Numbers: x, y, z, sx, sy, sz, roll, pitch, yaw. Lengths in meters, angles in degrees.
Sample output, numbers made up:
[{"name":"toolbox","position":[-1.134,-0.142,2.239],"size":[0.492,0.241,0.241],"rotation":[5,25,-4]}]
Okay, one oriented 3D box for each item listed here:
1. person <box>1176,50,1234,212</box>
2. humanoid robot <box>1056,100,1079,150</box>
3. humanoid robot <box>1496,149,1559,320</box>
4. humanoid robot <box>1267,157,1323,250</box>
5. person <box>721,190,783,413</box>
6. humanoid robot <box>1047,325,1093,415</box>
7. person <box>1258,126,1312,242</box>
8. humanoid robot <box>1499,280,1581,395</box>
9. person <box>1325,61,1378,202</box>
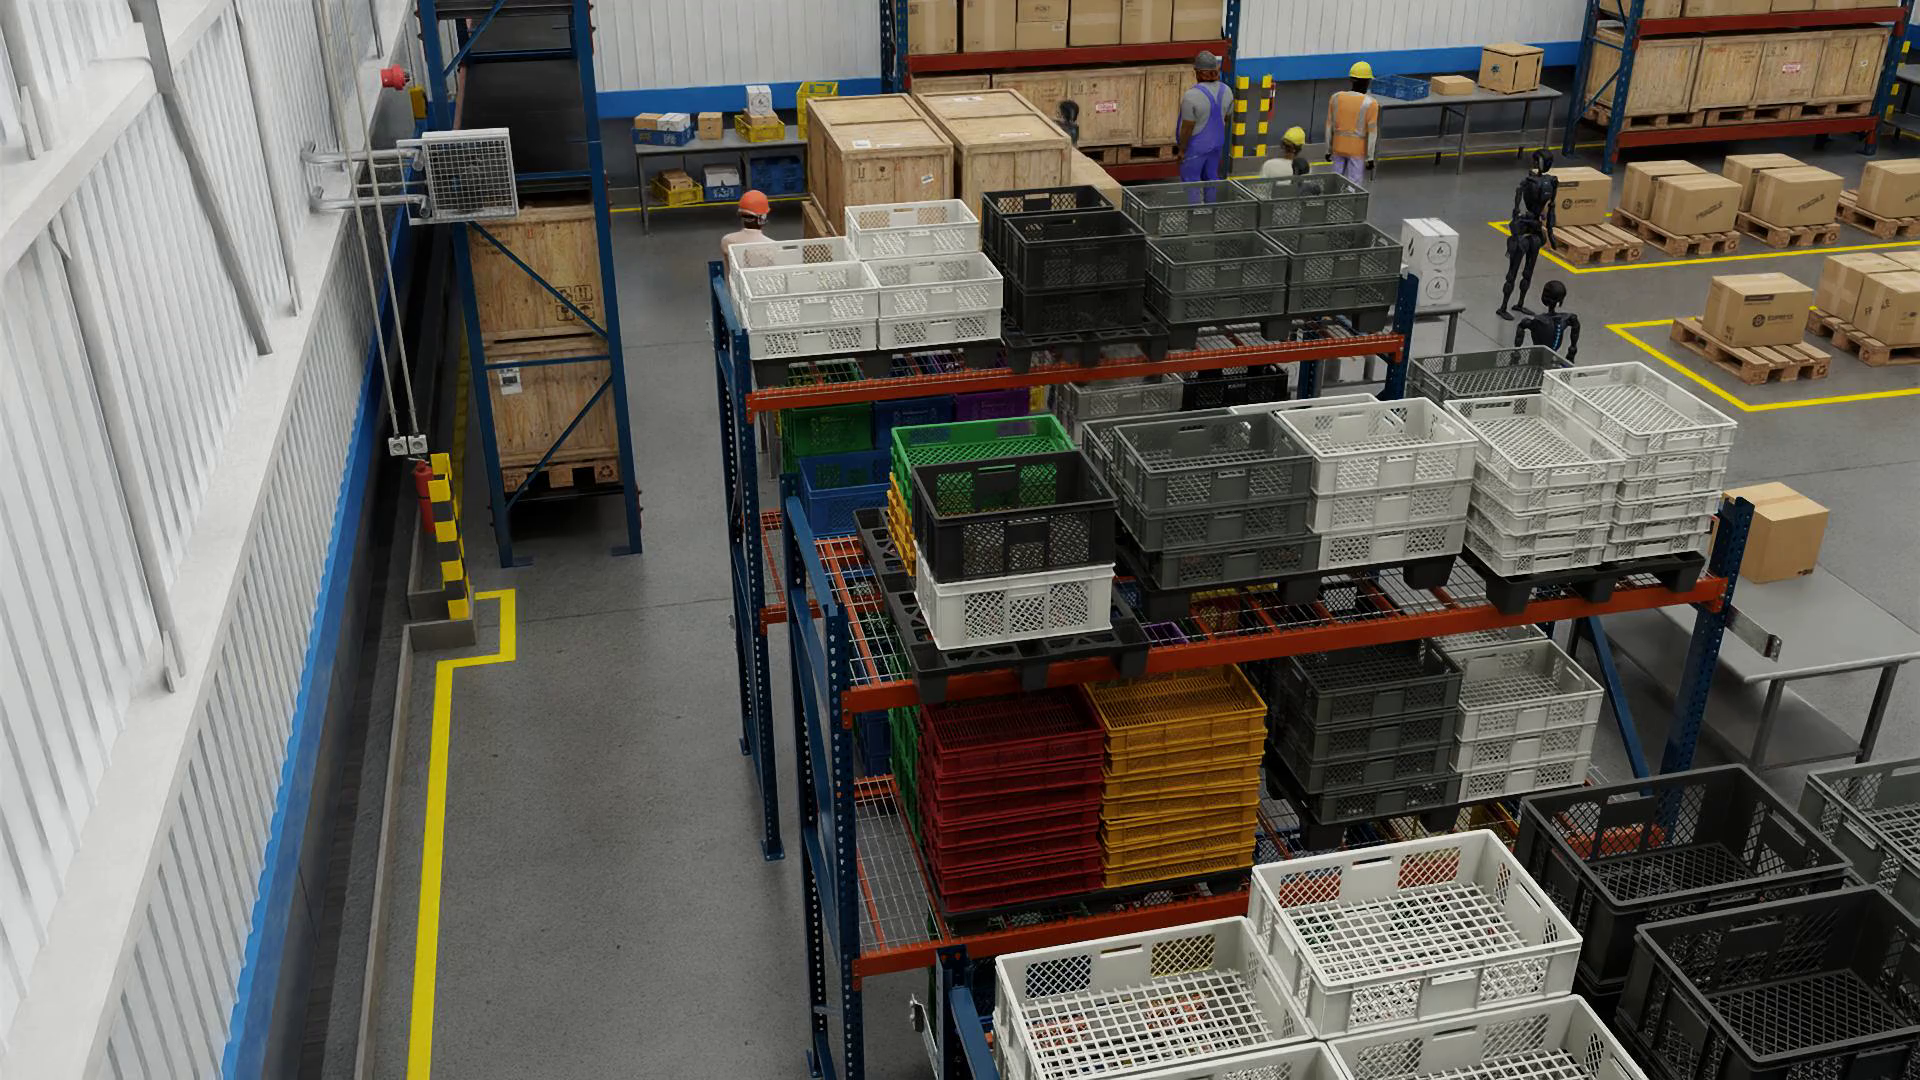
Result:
[{"name":"person","position":[2.650,-4.417,18.528],"size":[0.688,2.000,0.540],"rotation":[-18,33,-31]},{"name":"humanoid robot","position":[1.013,-4.003,18.145],"size":[0.576,1.626,0.611],"rotation":[15,31,26]},{"name":"humanoid robot","position":[5.544,-2.972,16.161],"size":[0.587,1.657,0.330],"rotation":[-15,31,-26]},{"name":"humanoid robot","position":[3.171,-2.838,15.913],"size":[0.613,1.646,0.479],"rotation":[-4,28,-7]},{"name":"person","position":[-1.675,-1.928,13.863],"size":[0.614,1.986,0.393],"rotation":[14,31,25]},{"name":"humanoid robot","position":[0.892,-0.897,12.306],"size":[0.713,1.639,0.602],"rotation":[-21,34,-34]},{"name":"person","position":[3.195,-3.227,16.580],"size":[0.549,1.743,0.579],"rotation":[17,32,28]},{"name":"humanoid robot","position":[4.454,-1.205,12.807],"size":[0.589,1.657,0.327],"rotation":[-6,28,-12]},{"name":"person","position":[4.343,-4.337,18.500],"size":[0.591,1.922,0.375],"rotation":[20,34,33]}]
